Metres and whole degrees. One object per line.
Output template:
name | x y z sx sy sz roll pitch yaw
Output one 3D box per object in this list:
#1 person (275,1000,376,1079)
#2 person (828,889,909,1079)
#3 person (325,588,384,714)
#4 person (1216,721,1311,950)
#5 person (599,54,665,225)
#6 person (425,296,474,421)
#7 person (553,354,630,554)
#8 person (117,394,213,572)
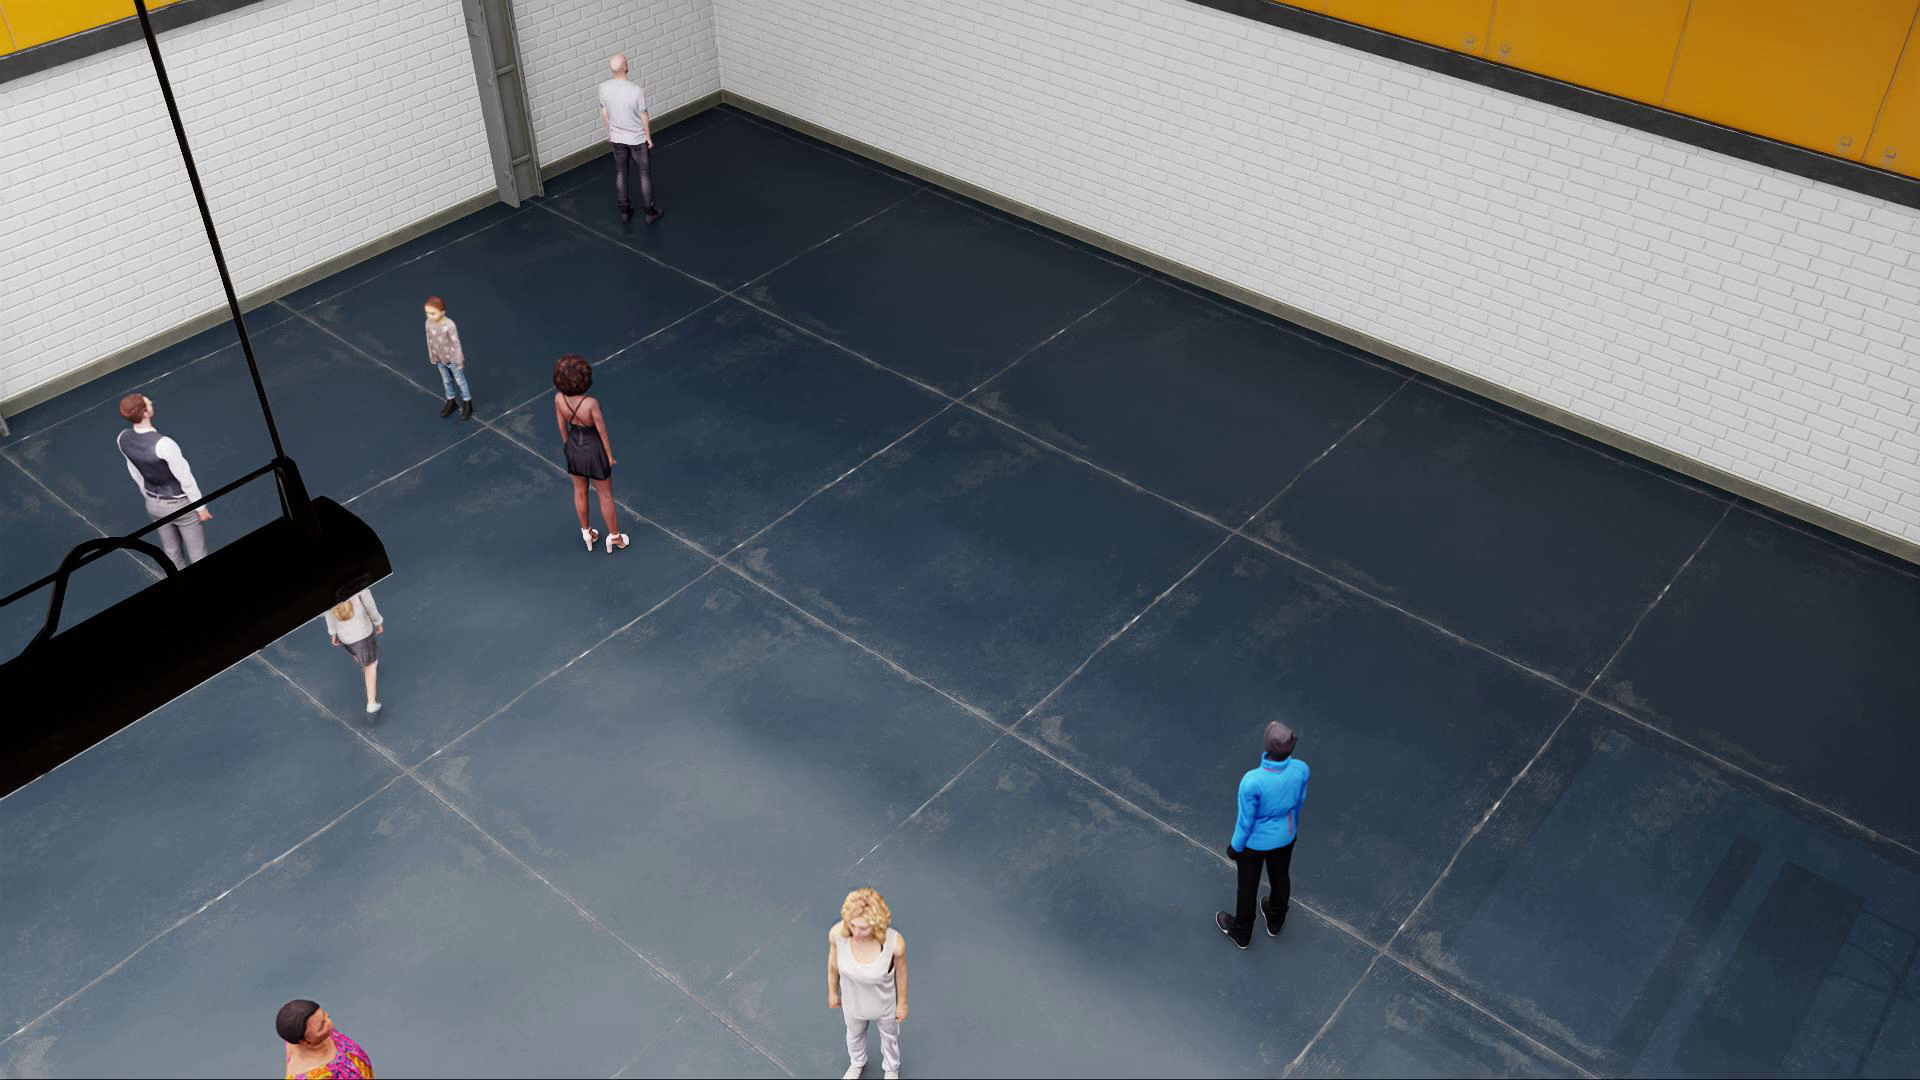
person | -3.219 2.912 8.604 0.803 1.686 0.765 -13 41 -16
person | -0.486 2.486 9.150 0.689 1.670 0.694 8 39 10
person | -4.284 0.668 11.756 0.875 1.258 0.919 -4 39 -5
person | 1.836 1.774 9.943 0.635 1.793 0.752 -14 41 -16
person | -3.464 -4.188 17.376 0.746 1.832 0.748 8 39 10
person | -4.521 -1.628 14.682 0.538 1.195 0.558 11 40 13
person | -2.911 -0.655 12.987 0.646 1.789 0.649 12 40 14
person | -5.872 -0.274 12.391 0.735 1.937 0.705 11 40 14
